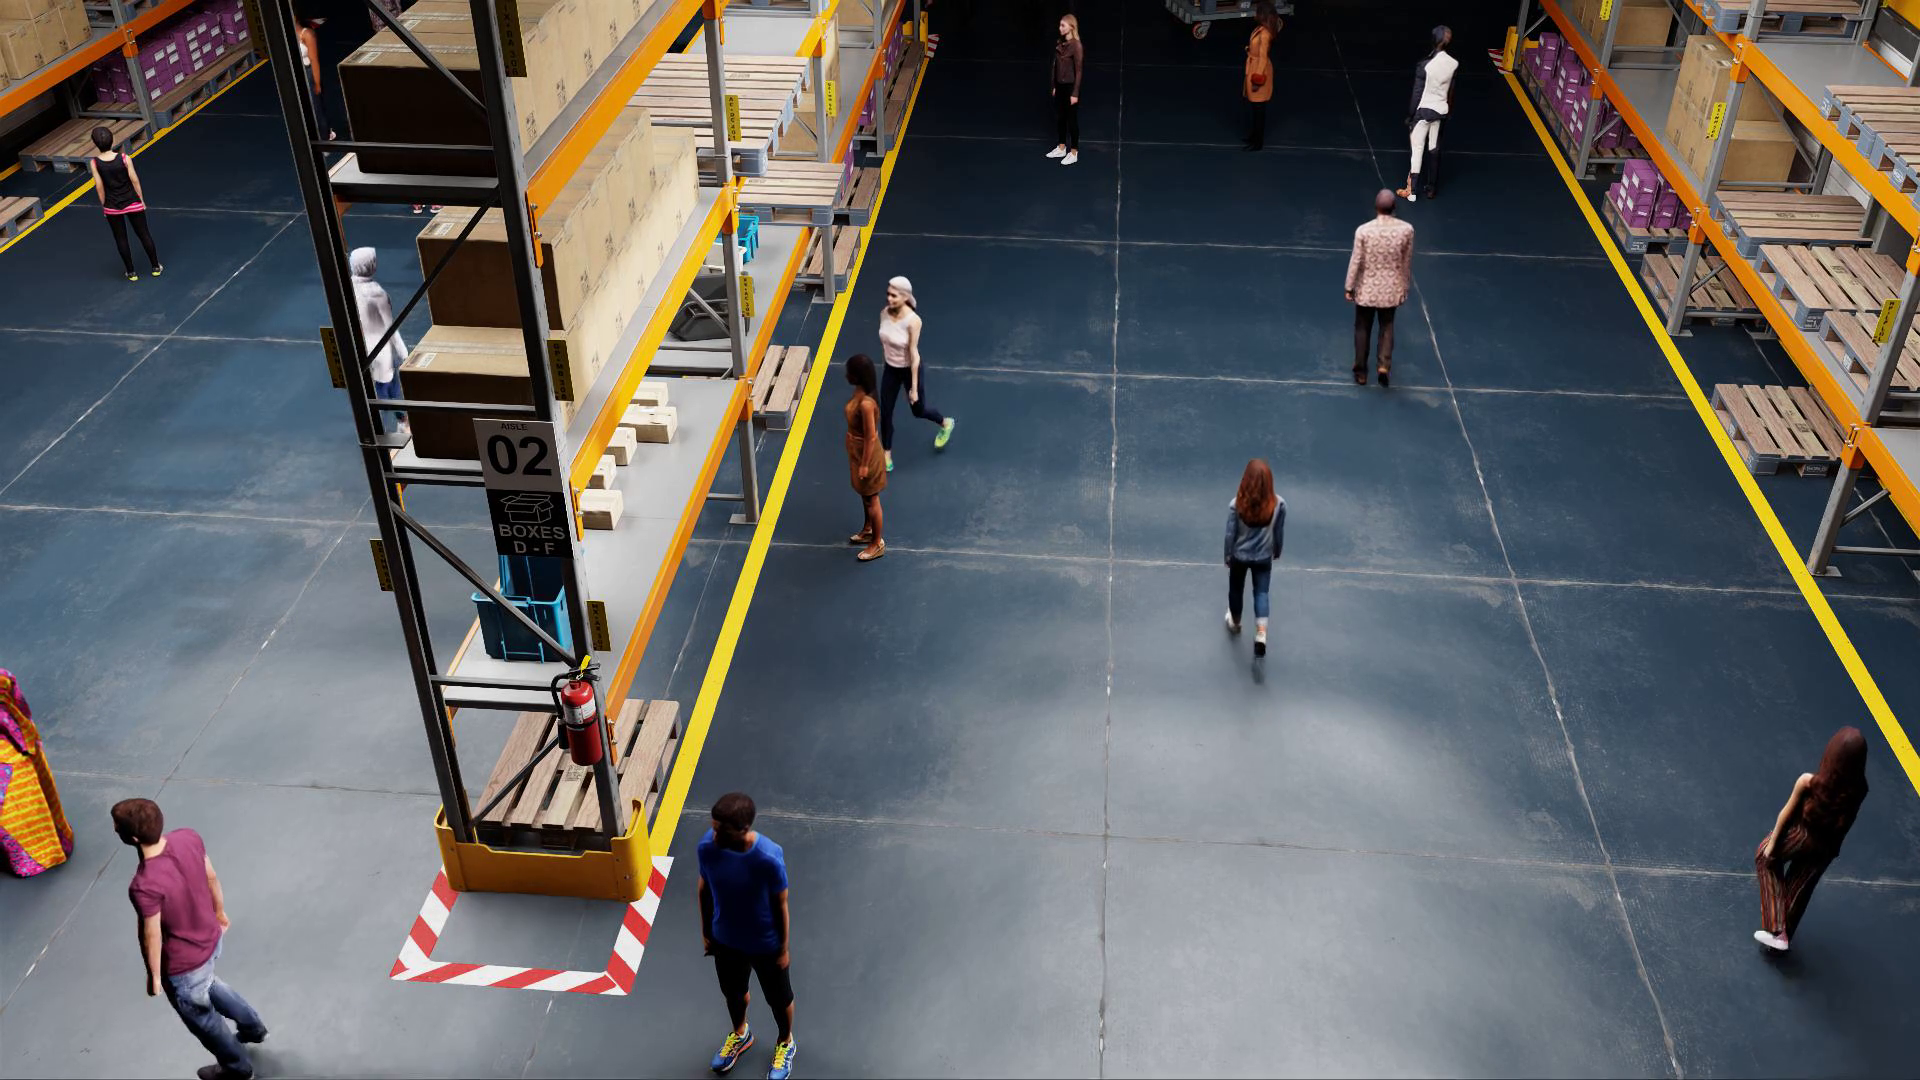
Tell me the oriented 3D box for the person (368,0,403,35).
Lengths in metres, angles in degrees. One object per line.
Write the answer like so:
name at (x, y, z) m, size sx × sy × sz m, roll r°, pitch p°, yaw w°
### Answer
person at (-7.401, -6.754, 21.468) m, size 0.655 × 1.718 × 0.671 m, roll -10°, pitch 35°, yaw -15°

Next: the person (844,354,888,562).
person at (-0.697, -0.620, 12.267) m, size 0.685 × 1.687 × 0.547 m, roll -8°, pitch 34°, yaw -11°

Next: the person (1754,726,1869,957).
person at (4.573, 1.678, 8.932) m, size 0.570 × 1.552 × 0.669 m, roll 4°, pitch 34°, yaw 6°

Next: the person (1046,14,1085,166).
person at (1.244, -5.194, 19.141) m, size 0.732 × 1.696 × 0.649 m, roll -21°, pitch 39°, yaw -28°

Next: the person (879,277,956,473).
person at (-0.383, -1.342, 13.367) m, size 1.069 × 1.672 × 1.193 m, roll 28°, pitch 42°, yaw 35°

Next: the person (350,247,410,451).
person at (-4.824, -1.508, 13.541) m, size 0.861 × 1.756 × 0.942 m, roll 24°, pitch 40°, yaw 31°

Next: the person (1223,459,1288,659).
person at (2.000, 0.137, 11.333) m, size 0.599 × 1.461 × 0.867 m, roll 0°, pitch 34°, yaw 1°

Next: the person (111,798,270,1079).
person at (-3.721, 2.000, 8.188) m, size 0.730 × 1.839 × 0.574 m, roll 1°, pitch 34°, yaw 2°

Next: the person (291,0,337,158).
person at (-7.542, -5.376, 19.315) m, size 0.847 × 1.806 × 0.909 m, roll 22°, pitch 40°, yaw 30°

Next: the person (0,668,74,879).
person at (-5.559, 1.190, 9.544) m, size 0.777 × 1.686 × 0.840 m, roll -26°, pitch 42°, yaw -33°

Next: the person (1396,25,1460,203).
person at (5.119, -4.646, 18.141) m, size 0.766 × 1.890 × 0.717 m, roll -8°, pitch 35°, yaw -12°

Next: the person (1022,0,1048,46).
person at (1.016, -7.869, 22.981) m, size 0.760 × 1.900 × 1.060 m, roll -1°, pitch 34°, yaw -1°

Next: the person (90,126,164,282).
person at (-8.313, -3.345, 16.489) m, size 0.627 × 1.552 × 0.654 m, roll -16°, pitch 37°, yaw -23°

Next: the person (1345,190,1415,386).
person at (3.655, -2.140, 14.457) m, size 0.744 × 1.795 × 0.751 m, roll 0°, pitch 34°, yaw 0°

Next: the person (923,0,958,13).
person at (-0.332, -8.436, 24.054) m, size 0.967 × 1.656 × 1.032 m, roll -25°, pitch 41°, yaw -33°

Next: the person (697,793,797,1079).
person at (-1.040, 1.948, 8.241) m, size 0.660 × 1.866 × 0.620 m, roll 10°, pitch 35°, yaw 15°

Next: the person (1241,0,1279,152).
person at (3.511, -5.427, 19.465) m, size 0.749 × 1.725 × 0.536 m, roll 5°, pitch 34°, yaw 8°
